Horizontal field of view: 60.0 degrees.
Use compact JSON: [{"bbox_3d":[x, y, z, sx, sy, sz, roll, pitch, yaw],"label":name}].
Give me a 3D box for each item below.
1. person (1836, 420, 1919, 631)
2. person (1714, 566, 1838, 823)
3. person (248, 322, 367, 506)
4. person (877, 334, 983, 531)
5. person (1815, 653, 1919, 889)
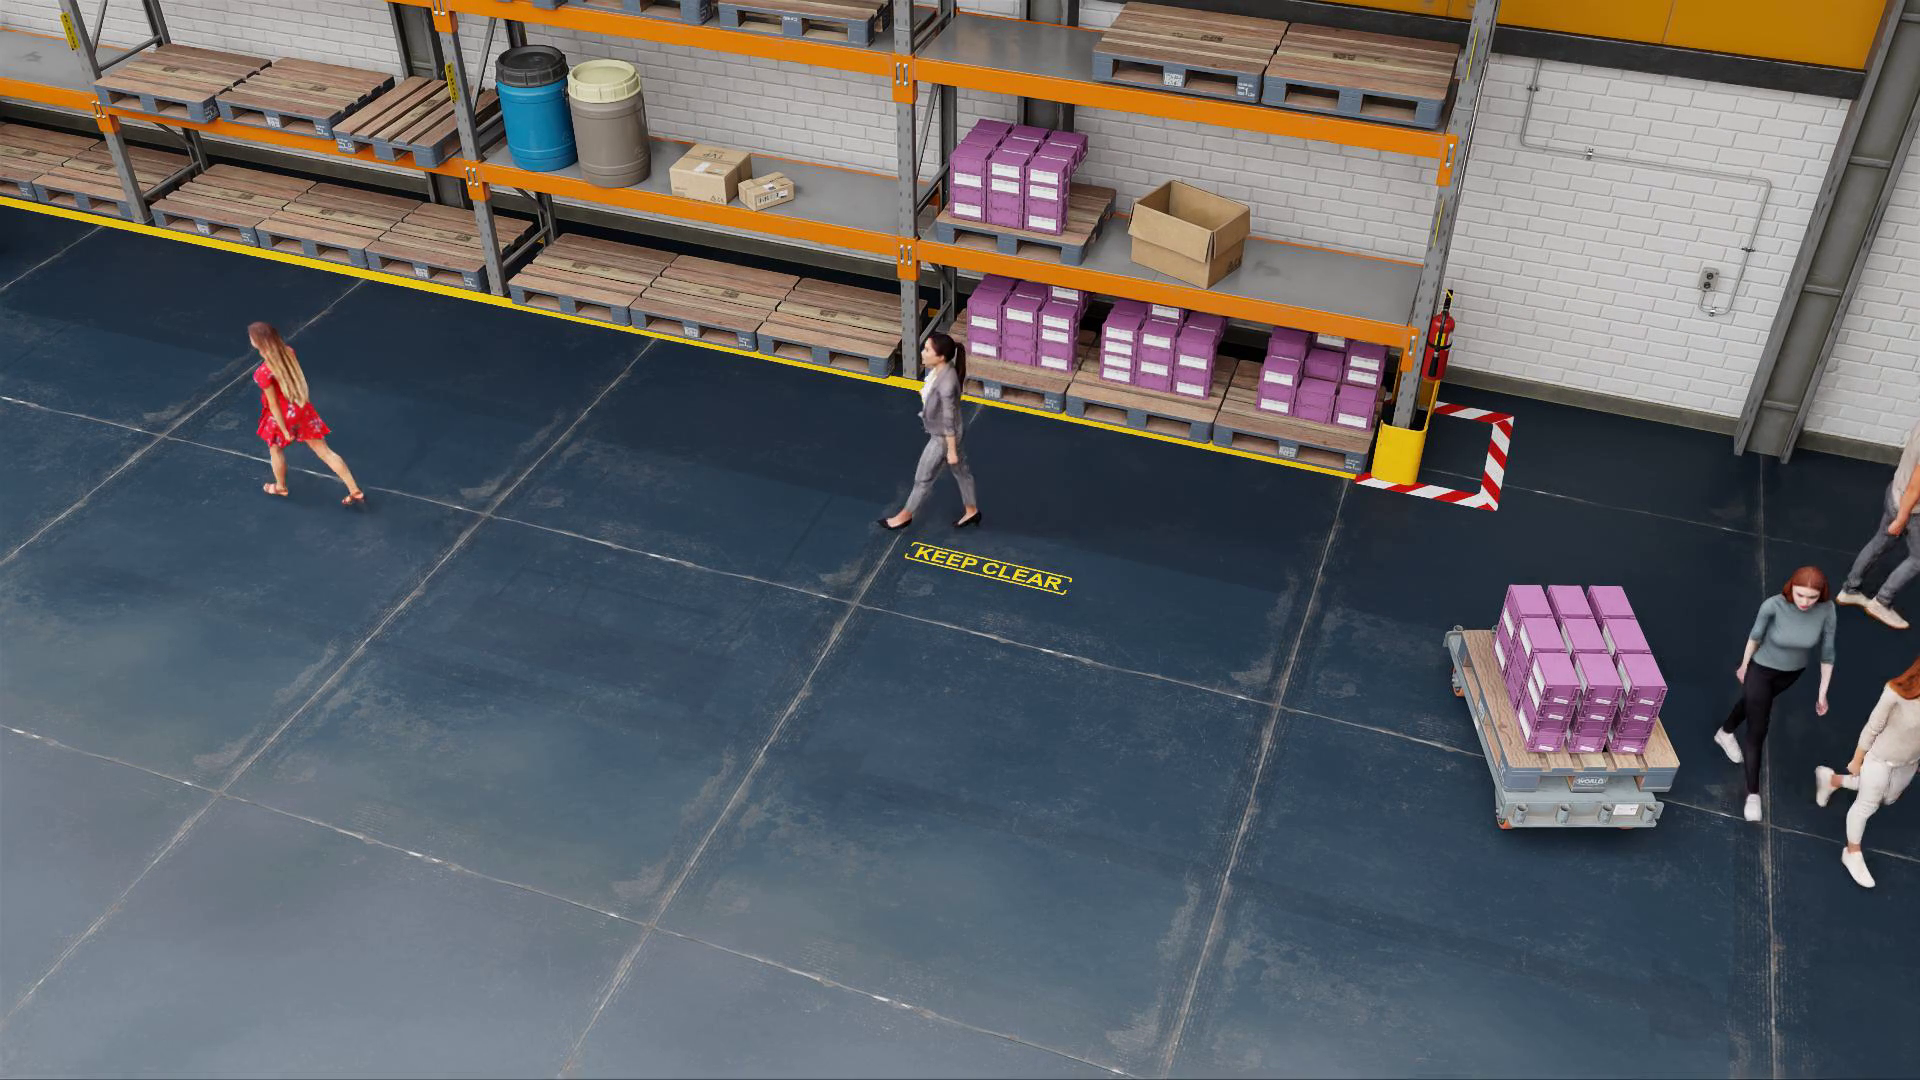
[{"bbox_3d":[6.241,-0.268,11.079,0.655,1.881,0.660,12,40,14],"label":"person"},{"bbox_3d":[4.837,0.750,9.954,1.079,1.695,0.889,0,39,-1],"label":"person"},{"bbox_3d":[-4.782,-0.876,12.104,1.085,1.551,0.595,14,41,17],"label":"person"},{"bbox_3d":[-0.021,-0.724,11.841,1.089,1.642,0.856,0,39,0],"label":"person"},{"bbox_3d":[5.240,1.155,9.442,0.992,1.700,0.962,-7,39,-9],"label":"person"}]
